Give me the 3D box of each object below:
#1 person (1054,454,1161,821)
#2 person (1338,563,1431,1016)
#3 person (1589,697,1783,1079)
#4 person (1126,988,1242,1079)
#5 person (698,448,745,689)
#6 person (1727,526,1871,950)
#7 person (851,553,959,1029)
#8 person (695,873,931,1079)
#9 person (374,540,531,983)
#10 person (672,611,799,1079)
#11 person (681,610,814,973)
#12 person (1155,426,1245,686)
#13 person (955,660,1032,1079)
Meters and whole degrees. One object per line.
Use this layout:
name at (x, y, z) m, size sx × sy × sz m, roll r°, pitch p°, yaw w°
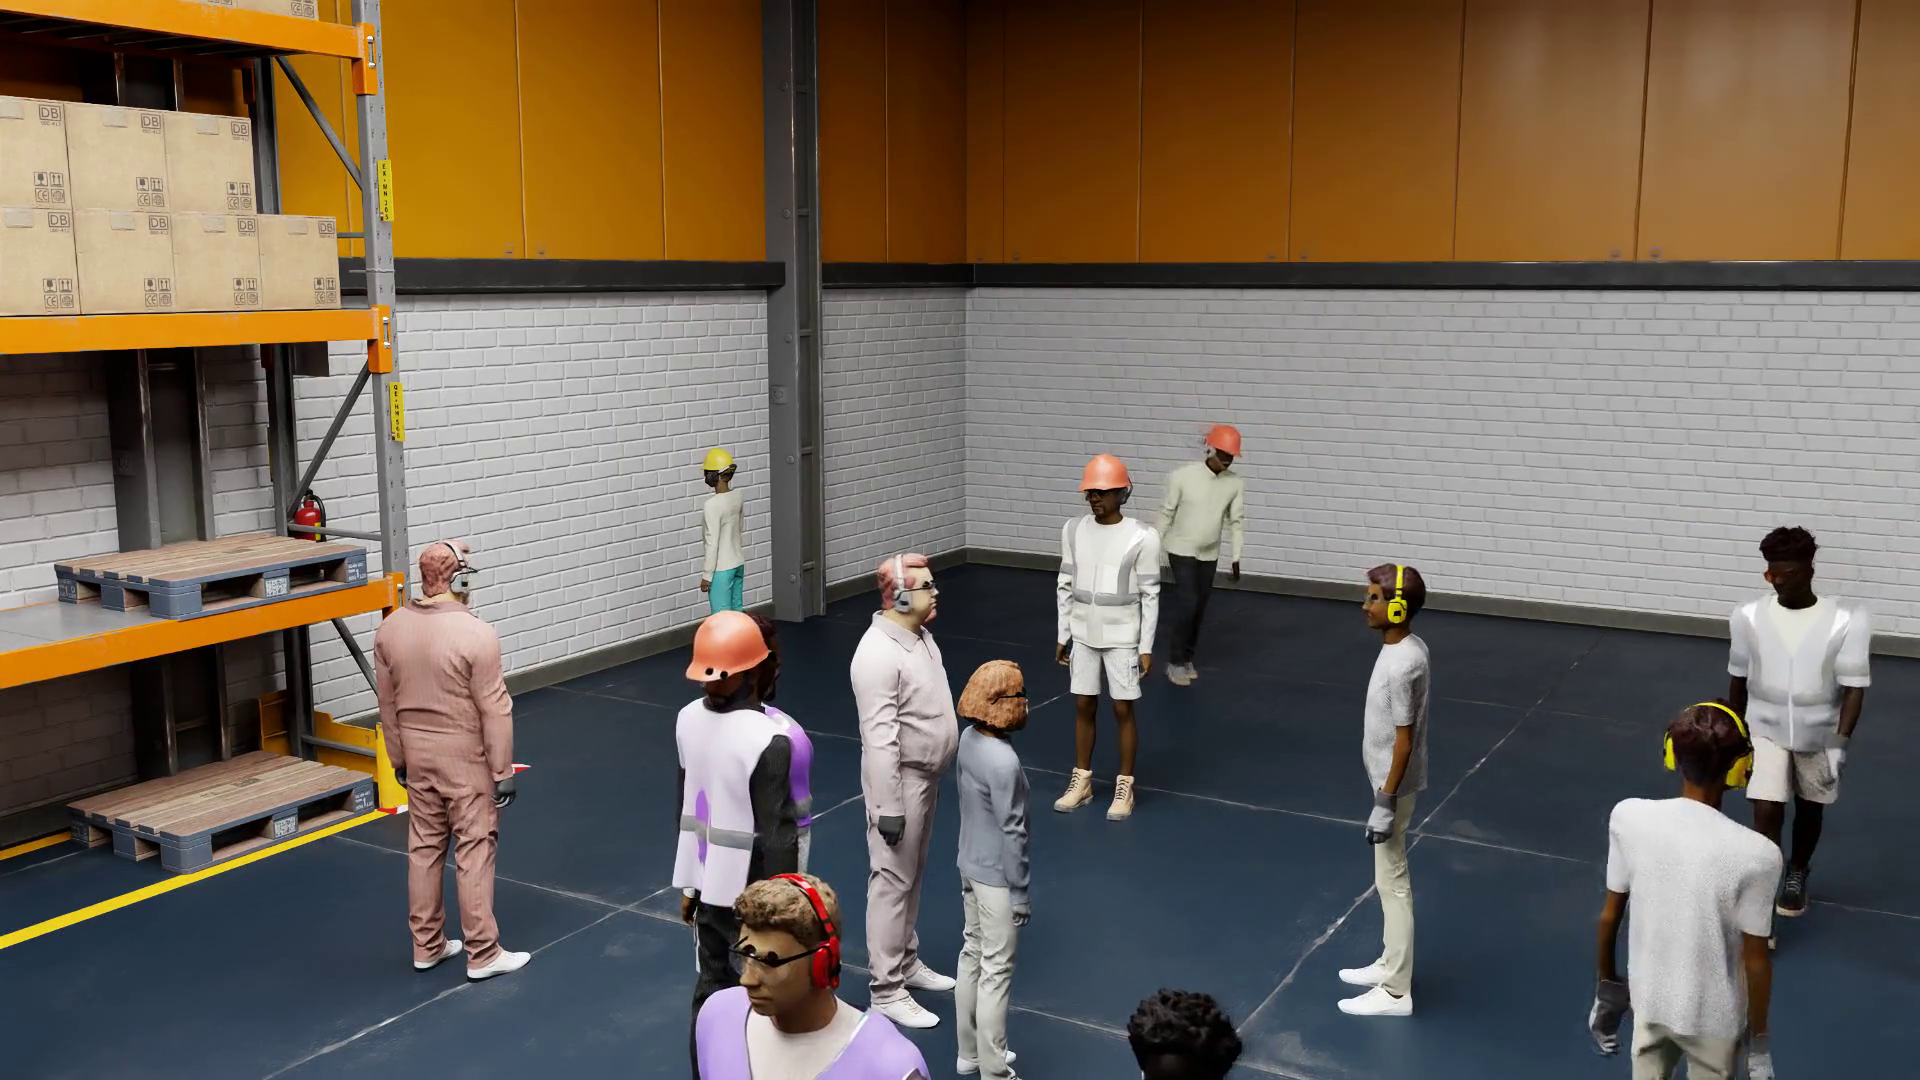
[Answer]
person at (0.802, 0.539, 9.247) m, size 0.605 × 2.045 × 0.382 m, roll 5°, pitch 10°, yaw 29°
person at (1.746, 1.014, 6.817) m, size 0.328 × 1.875 × 0.513 m, roll 2°, pitch 9°, yaw 15°
person at (2.028, 1.361, 4.717) m, size 0.639 × 1.852 × 0.523 m, roll -7°, pitch 12°, yaw -38°
person at (0.427, 1.675, 3.277) m, size 0.534 × 1.692 × 0.319 m, roll 4°, pitch 10°, yaw 24°
person at (-1.746, 0.210, 12.169) m, size 0.313 × 1.769 × 0.525 m, roll 3°, pitch 10°, yaw 17°
person at (3.784, 0.881, 7.574) m, size 0.600 × 1.897 × 1.023 m, roll 6°, pitch 11°, yaw 33°
person at (-0.208, 0.999, 6.791) m, size 0.408 × 1.913 × 0.641 m, roll 2°, pitch 9°, yaw 11°
person at (-0.313, 1.566, 3.450) m, size 0.571 × 1.844 × 0.376 m, roll 6°, pitch 11°, yaw 32°
person at (-2.168, 0.943, 7.157) m, size 0.654 × 1.905 × 0.408 m, roll 4°, pitch 10°, yaw 24°
person at (-0.744, 1.186, 5.595) m, size 0.399 × 1.920 × 0.590 m, roll -8°, pitch 12°, yaw -40°
person at (-0.747, 1.179, 5.596) m, size 0.543 × 1.933 × 0.363 m, roll 7°, pitch 11°, yaw 36°
person at (1.769, 0.110, 12.276) m, size 0.644 × 1.930 × 0.684 m, roll -4°, pitch 10°, yaw -21°
person at (0.134, 1.242, 6.135) m, size 0.286 × 1.633 × 0.499 m, roll -3°, pitch 10°, yaw -20°
